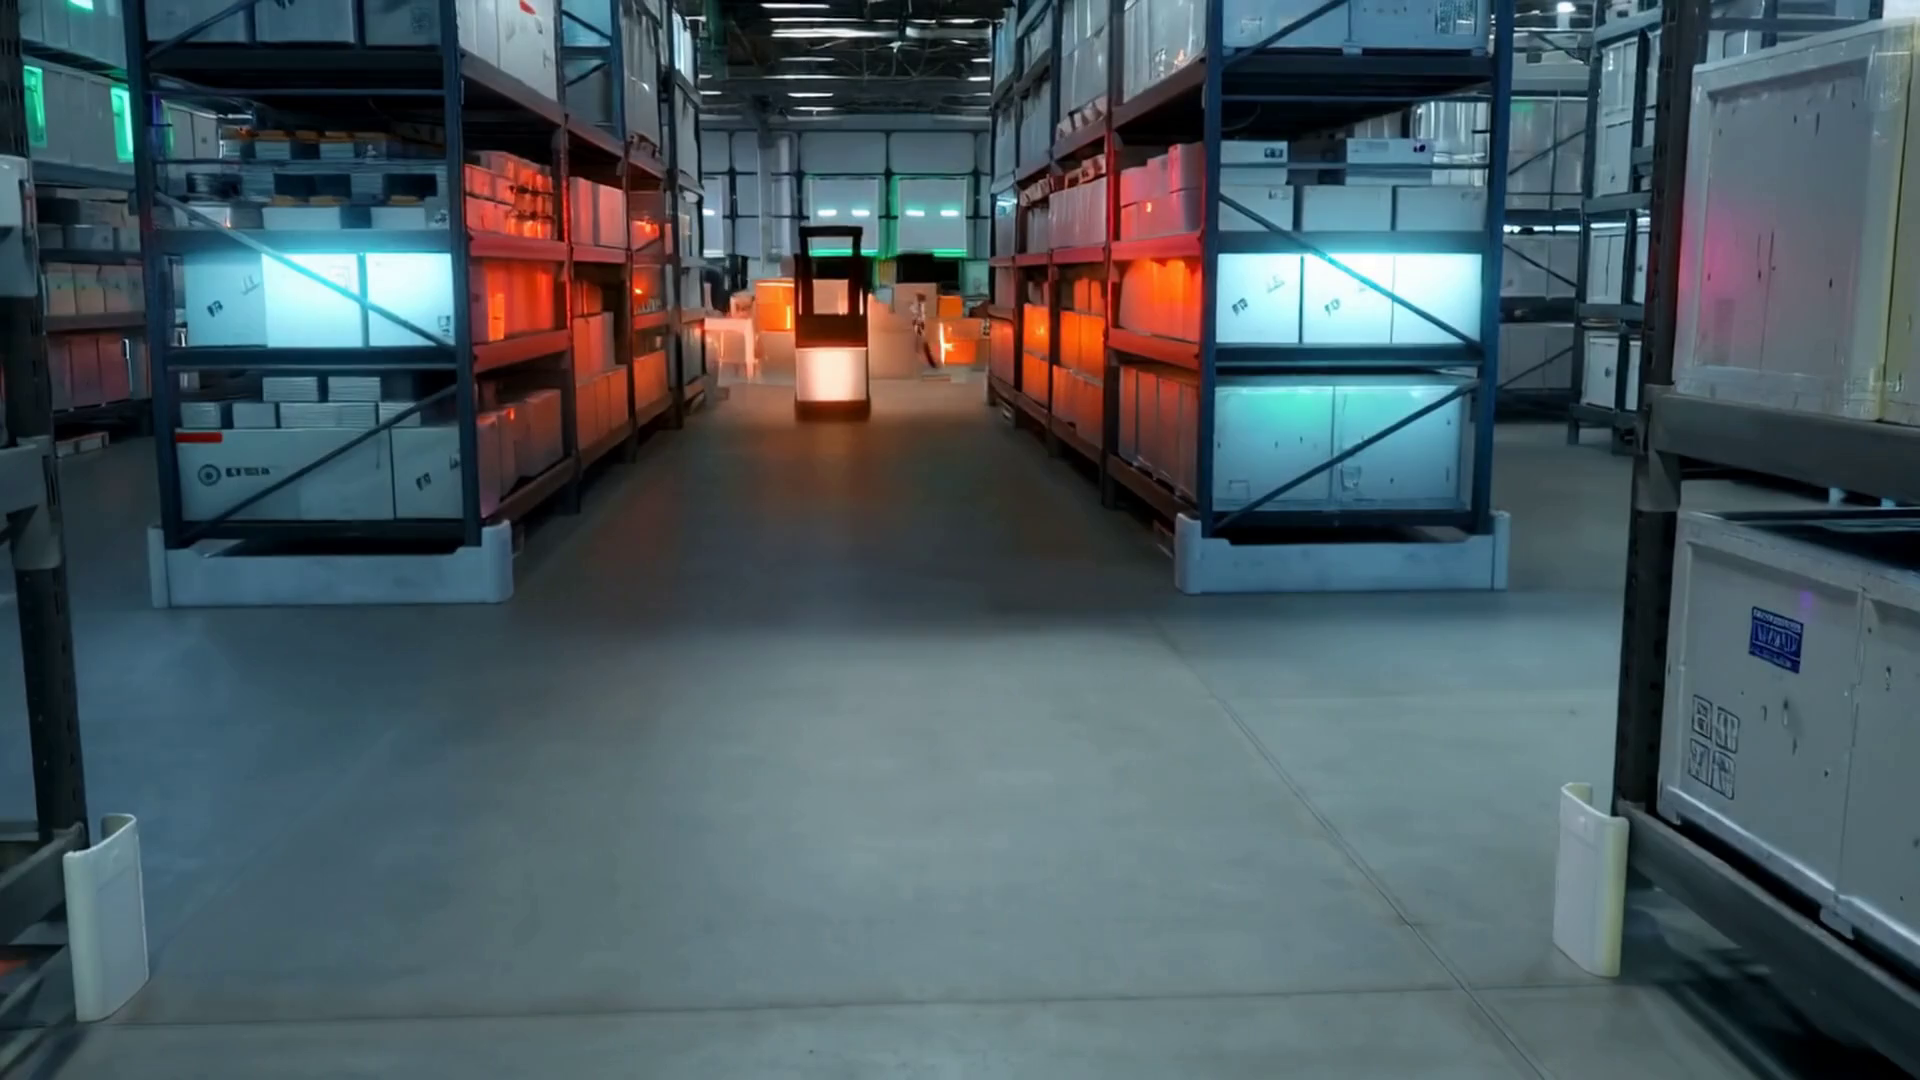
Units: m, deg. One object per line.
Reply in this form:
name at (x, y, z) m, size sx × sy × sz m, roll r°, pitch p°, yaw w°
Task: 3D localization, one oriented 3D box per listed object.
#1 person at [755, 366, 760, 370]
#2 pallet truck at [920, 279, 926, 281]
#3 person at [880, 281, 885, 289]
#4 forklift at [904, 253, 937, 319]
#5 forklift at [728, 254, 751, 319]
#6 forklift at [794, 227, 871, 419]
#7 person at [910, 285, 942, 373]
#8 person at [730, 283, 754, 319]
person at (-4.076, -4.697, 37.226) m, size 0.959 × 1.805 × 0.638 m, roll -4°, pitch 10°, yaw -23°
pallet truck at (-0.932, -8.922, 63.114) m, size 1.885 × 1.965 × 0.823 m, roll 2°, pitch 9°, yaw 13°
person at (-2.810, -8.473, 60.568) m, size 0.597 × 1.913 × 0.474 m, roll 1°, pitch 9°, yaw 4°
forklift at (-1.321, -7.852, 53.634) m, size 1.129 × 2.768 × 1.873 m, roll -5°, pitch 10°, yaw -30°
forklift at (-7.609, -8.483, 57.593) m, size 1.873 × 2.768 × 1.129 m, roll 5°, pitch 10°, yaw 27°
forklift at (-1.901, -3.235, 24.644) m, size 1.129 × 2.768 × 1.873 m, roll -1°, pitch 9°, yaw -4°
person at (-0.787, -4.520, 35.784) m, size 0.922 × 1.899 × 0.566 m, roll 4°, pitch 10°, yaw 21°
person at (-5.626, -5.688, 42.994) m, size 0.637 × 1.938 × 0.357 m, roll -1°, pitch 9°, yaw -4°
